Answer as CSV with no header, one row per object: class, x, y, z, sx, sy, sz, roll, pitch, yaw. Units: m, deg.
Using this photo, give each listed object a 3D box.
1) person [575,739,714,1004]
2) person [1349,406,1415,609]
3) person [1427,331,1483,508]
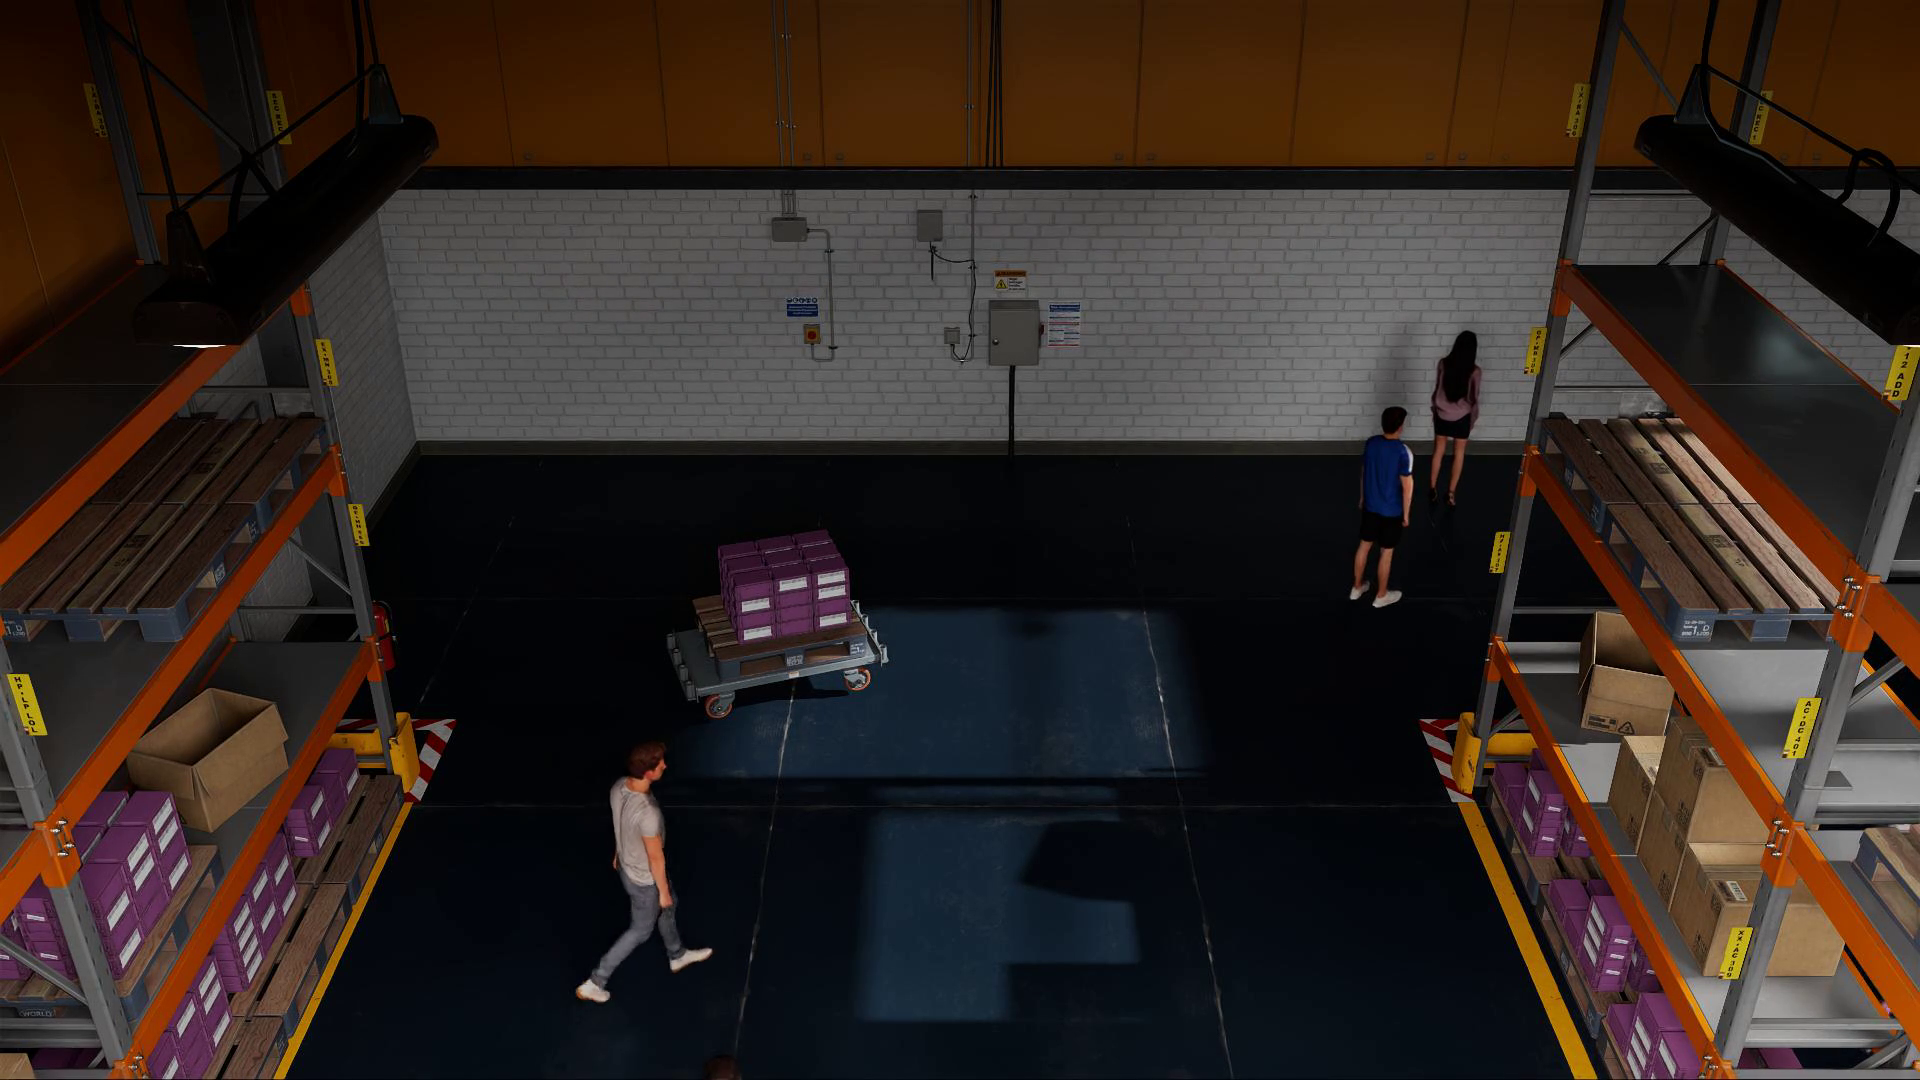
person,-2.016,2.066,10.128,1.137,1.847,1.228,-16,33,-27
person,3.669,-0.305,14.454,0.742,1.865,0.797,25,37,38
person,4.759,-1.156,16.074,0.689,1.809,0.700,16,33,27
